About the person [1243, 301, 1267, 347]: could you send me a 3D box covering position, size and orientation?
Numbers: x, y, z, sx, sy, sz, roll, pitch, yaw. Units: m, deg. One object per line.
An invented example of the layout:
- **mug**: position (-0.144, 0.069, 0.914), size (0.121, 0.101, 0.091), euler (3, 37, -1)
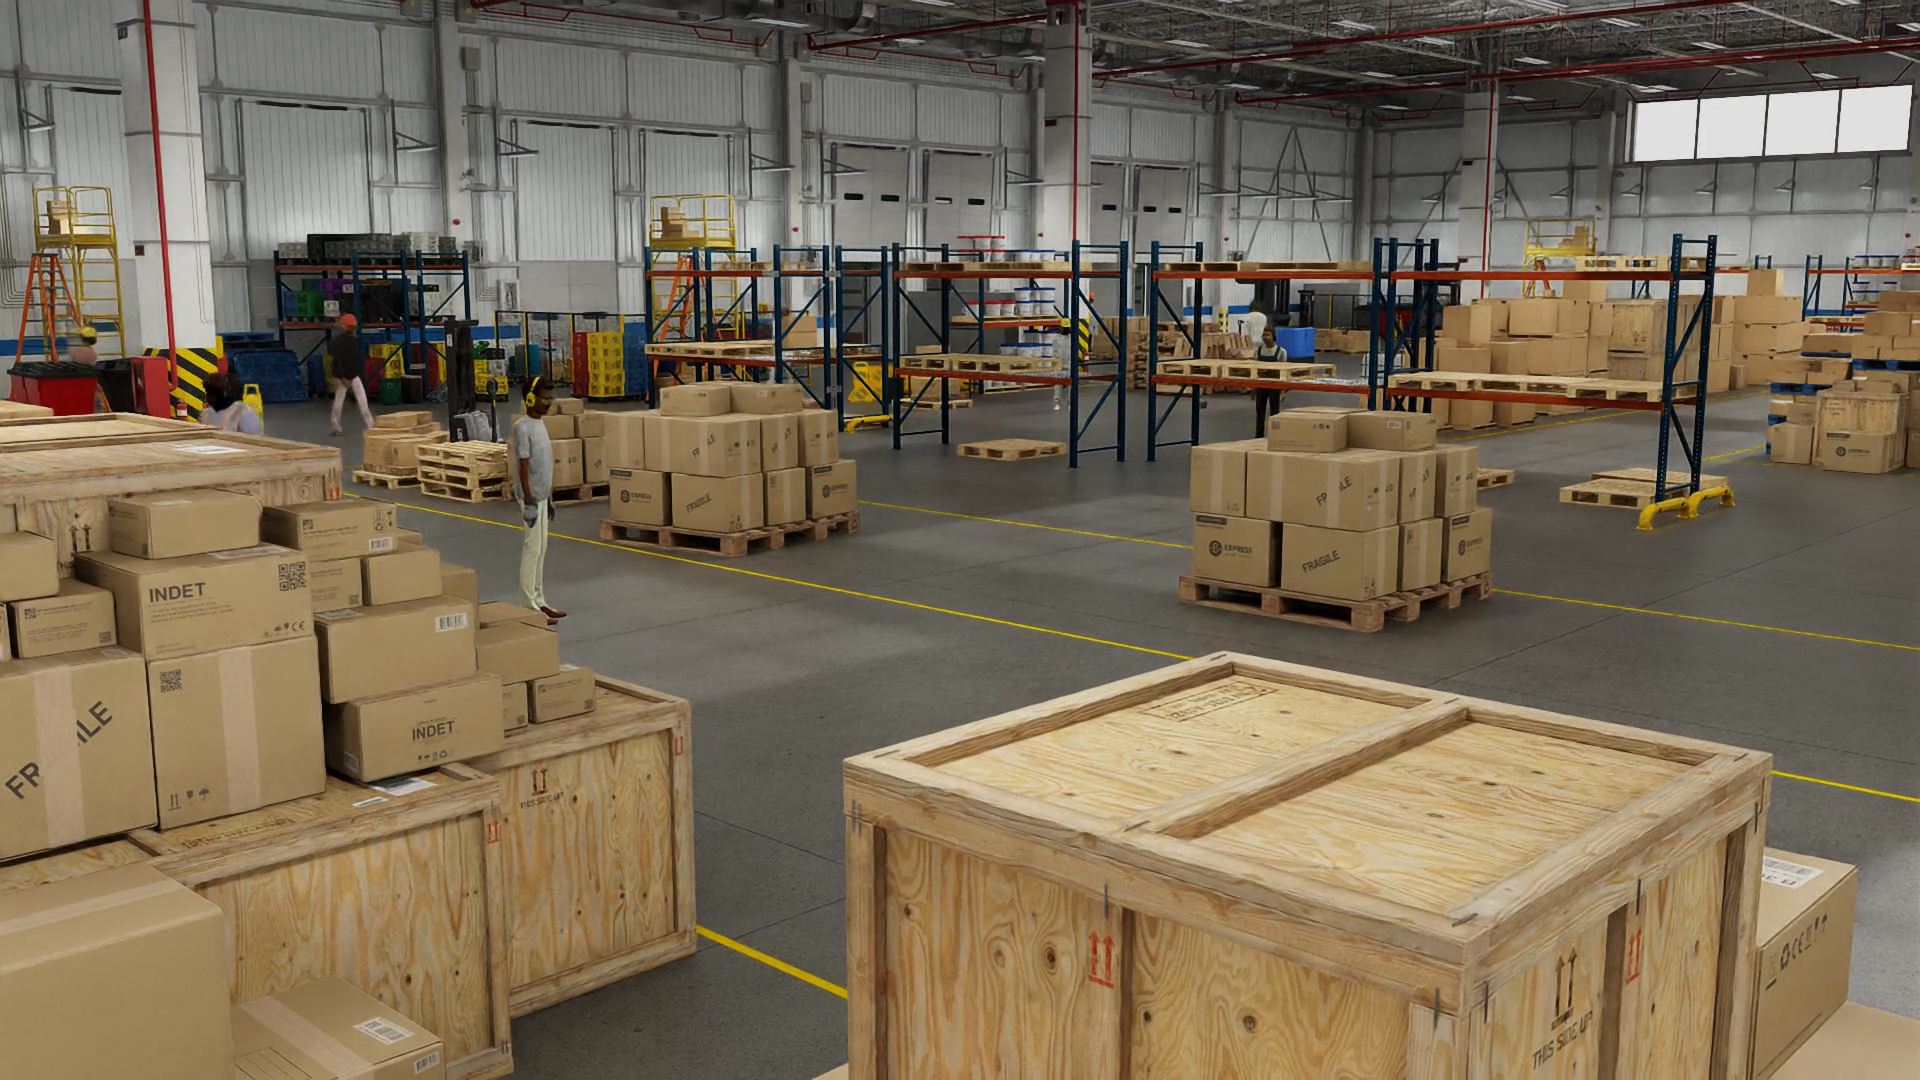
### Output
- **person**: position (6.809, -4.611, 38.806), size (0.630, 1.893, 0.973), euler (-3, 10, -17)

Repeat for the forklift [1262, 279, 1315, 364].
- **forklift**: position (8.555, -6.090, 44.881), size (1.873, 2.768, 1.129), euler (9, 13, 43)

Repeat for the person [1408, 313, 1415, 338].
- **person**: position (12.771, -5.697, 46.352), size (0.571, 1.605, 0.696), euler (8, 12, 41)

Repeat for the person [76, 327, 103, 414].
- **person**: position (-13.632, -2.484, 26.235), size (0.556, 1.735, 0.769), euler (8, 12, 42)

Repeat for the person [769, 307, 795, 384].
- **person**: position (-3.897, -4.161, 36.303), size (0.560, 1.837, 0.952), euler (5, 11, 30)

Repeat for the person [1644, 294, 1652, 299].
- **person**: position (19.640, -6.082, 47.712), size (0.352, 1.937, 0.635), euler (1, 9, 5)

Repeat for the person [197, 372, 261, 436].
- **person**: position (-5.933, -0.459, 13.571), size (0.646, 1.829, 0.534), euler (4, 10, 26)

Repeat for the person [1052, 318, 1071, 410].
- **person**: position (1.977, -3.304, 31.315), size (0.483, 1.737, 0.321), euler (0, 9, 3)

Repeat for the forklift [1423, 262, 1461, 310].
- **forklift**: position (13.053, -6.141, 45.195), size (1.129, 2.768, 1.873), euler (4, 10, 24)

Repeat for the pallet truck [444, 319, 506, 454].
- **pallet truck**: position (-6.981, -1.942, 22.150), size (1.885, 1.965, 0.823), euler (1, 9, 9)

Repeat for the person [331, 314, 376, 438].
- **person**: position (-9.523, -2.559, 26.067), size (0.980, 1.945, 0.631), euler (4, 10, 23)

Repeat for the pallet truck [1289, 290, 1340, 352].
- **pallet truck**: position (11.297, -6.951, 52.861), size (1.885, 1.965, 0.823), euler (-5, 11, -29)

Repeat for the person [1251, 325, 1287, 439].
- **person**: position (4.454, -2.169, 24.007), size (0.506, 1.845, 0.342), euler (6, 11, 31)

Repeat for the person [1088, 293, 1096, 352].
- **person**: position (4.003, -6.674, 51.387), size (0.548, 1.929, 0.387), euler (-8, 12, -40)

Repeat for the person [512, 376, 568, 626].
- **person**: position (-3.159, -0.295, 12.465), size (0.329, 1.865, 0.511), euler (0, 9, 1)
